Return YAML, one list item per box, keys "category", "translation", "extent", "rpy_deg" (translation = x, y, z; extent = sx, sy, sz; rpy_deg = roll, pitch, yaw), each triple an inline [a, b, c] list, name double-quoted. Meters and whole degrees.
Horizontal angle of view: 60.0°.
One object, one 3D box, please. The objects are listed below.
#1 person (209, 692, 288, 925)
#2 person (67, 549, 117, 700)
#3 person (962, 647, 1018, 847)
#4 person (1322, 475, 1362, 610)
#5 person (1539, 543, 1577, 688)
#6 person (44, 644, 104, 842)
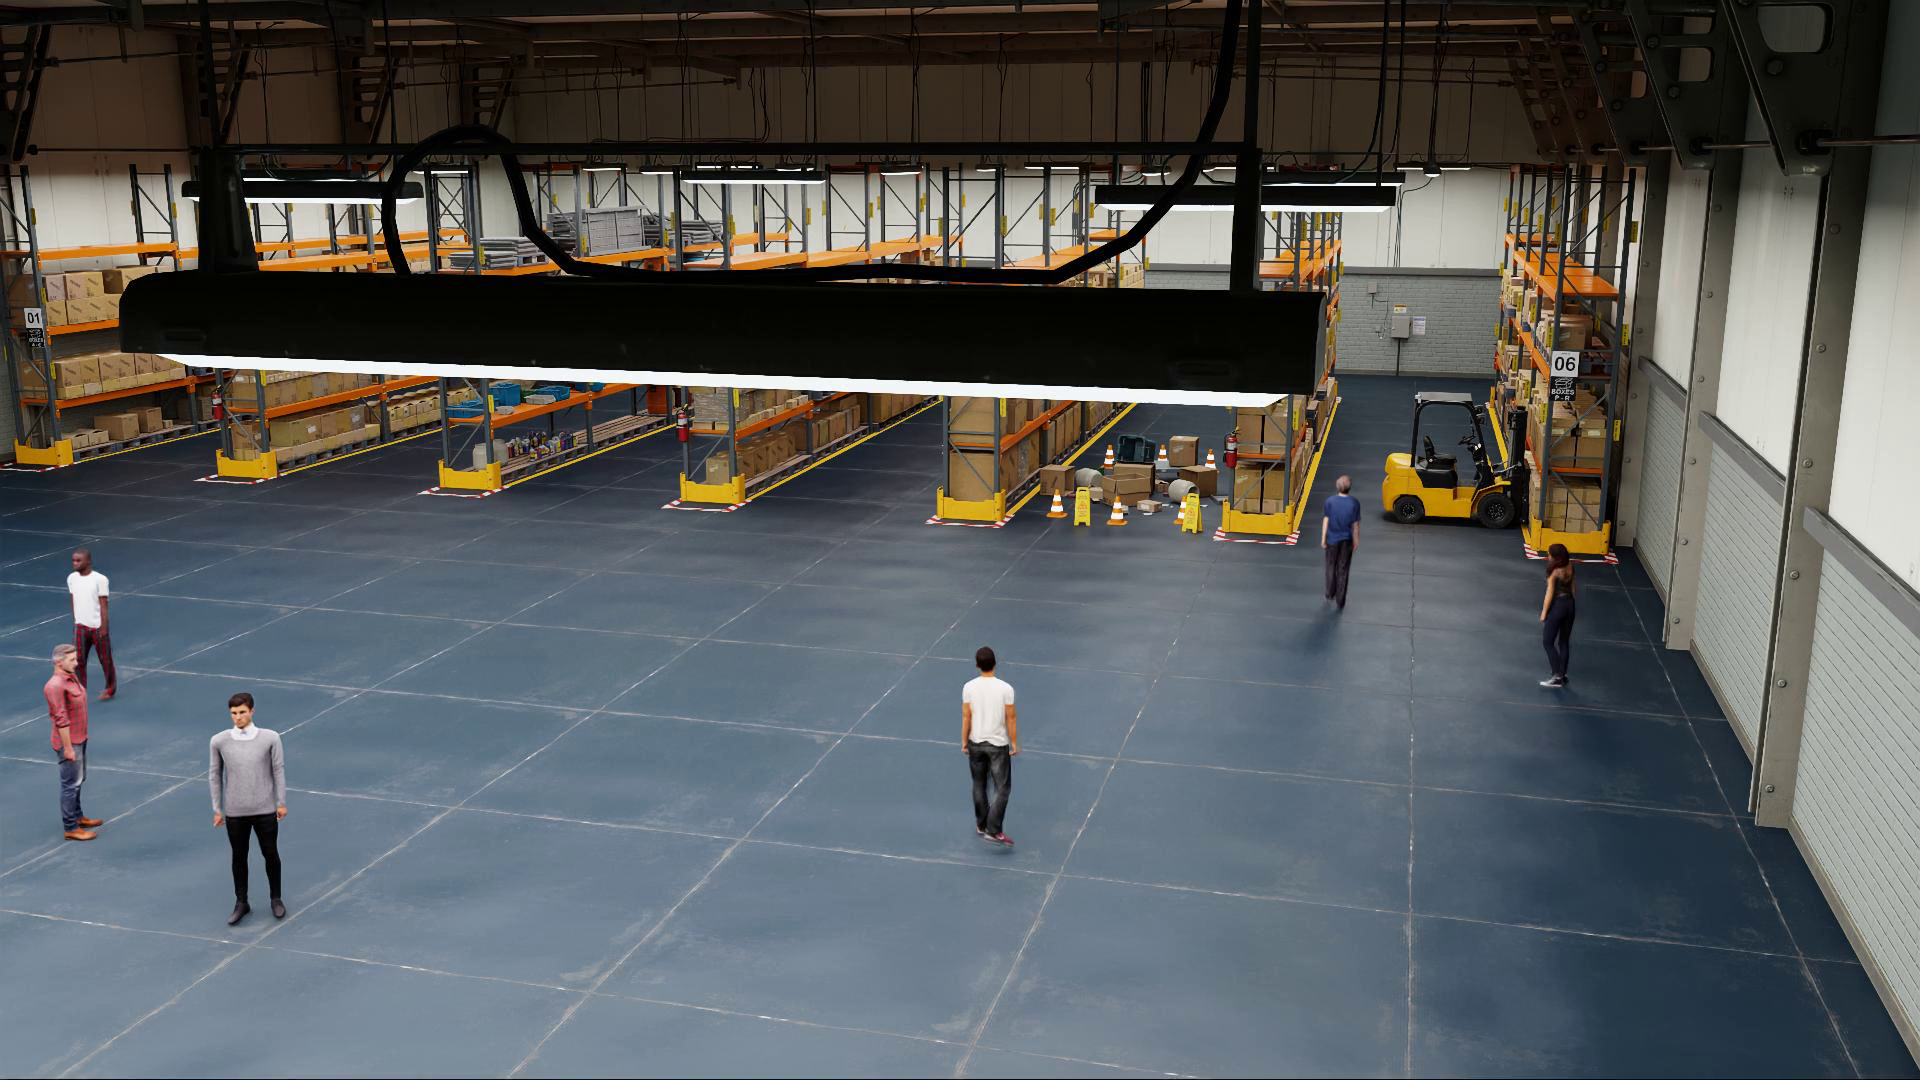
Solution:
- category: "person"
  translation: [-5.863, 2.184, 13.746]
  extent: [0.838, 1.923, 0.836]
  rpy_deg: [-4, 14, -16]
- category: "person"
  translation: [-9.963, 0.975, 19.213]
  extent: [0.736, 1.812, 0.938]
  rpy_deg: [2, 13, 9]
- category: "person"
  translation: [0.246, 1.907, 15.283]
  extent: [0.726, 1.770, 0.896]
  rpy_deg: [4, 14, 18]
- category: "person"
  translation: [5.285, 0.053, 23.120]
  extent: [0.677, 1.847, 0.874]
  rpy_deg: [3, 13, 13]
- category: "person"
  translation: [7.197, 0.871, 19.818]
  extent: [0.807, 1.742, 0.876]
  rpy_deg: [-4, 14, -17]
- category: "person"
  translation: [-8.255, 1.846, 15.410]
  extent: [0.823, 1.830, 0.700]
  rpy_deg: [-4, 14, -17]
